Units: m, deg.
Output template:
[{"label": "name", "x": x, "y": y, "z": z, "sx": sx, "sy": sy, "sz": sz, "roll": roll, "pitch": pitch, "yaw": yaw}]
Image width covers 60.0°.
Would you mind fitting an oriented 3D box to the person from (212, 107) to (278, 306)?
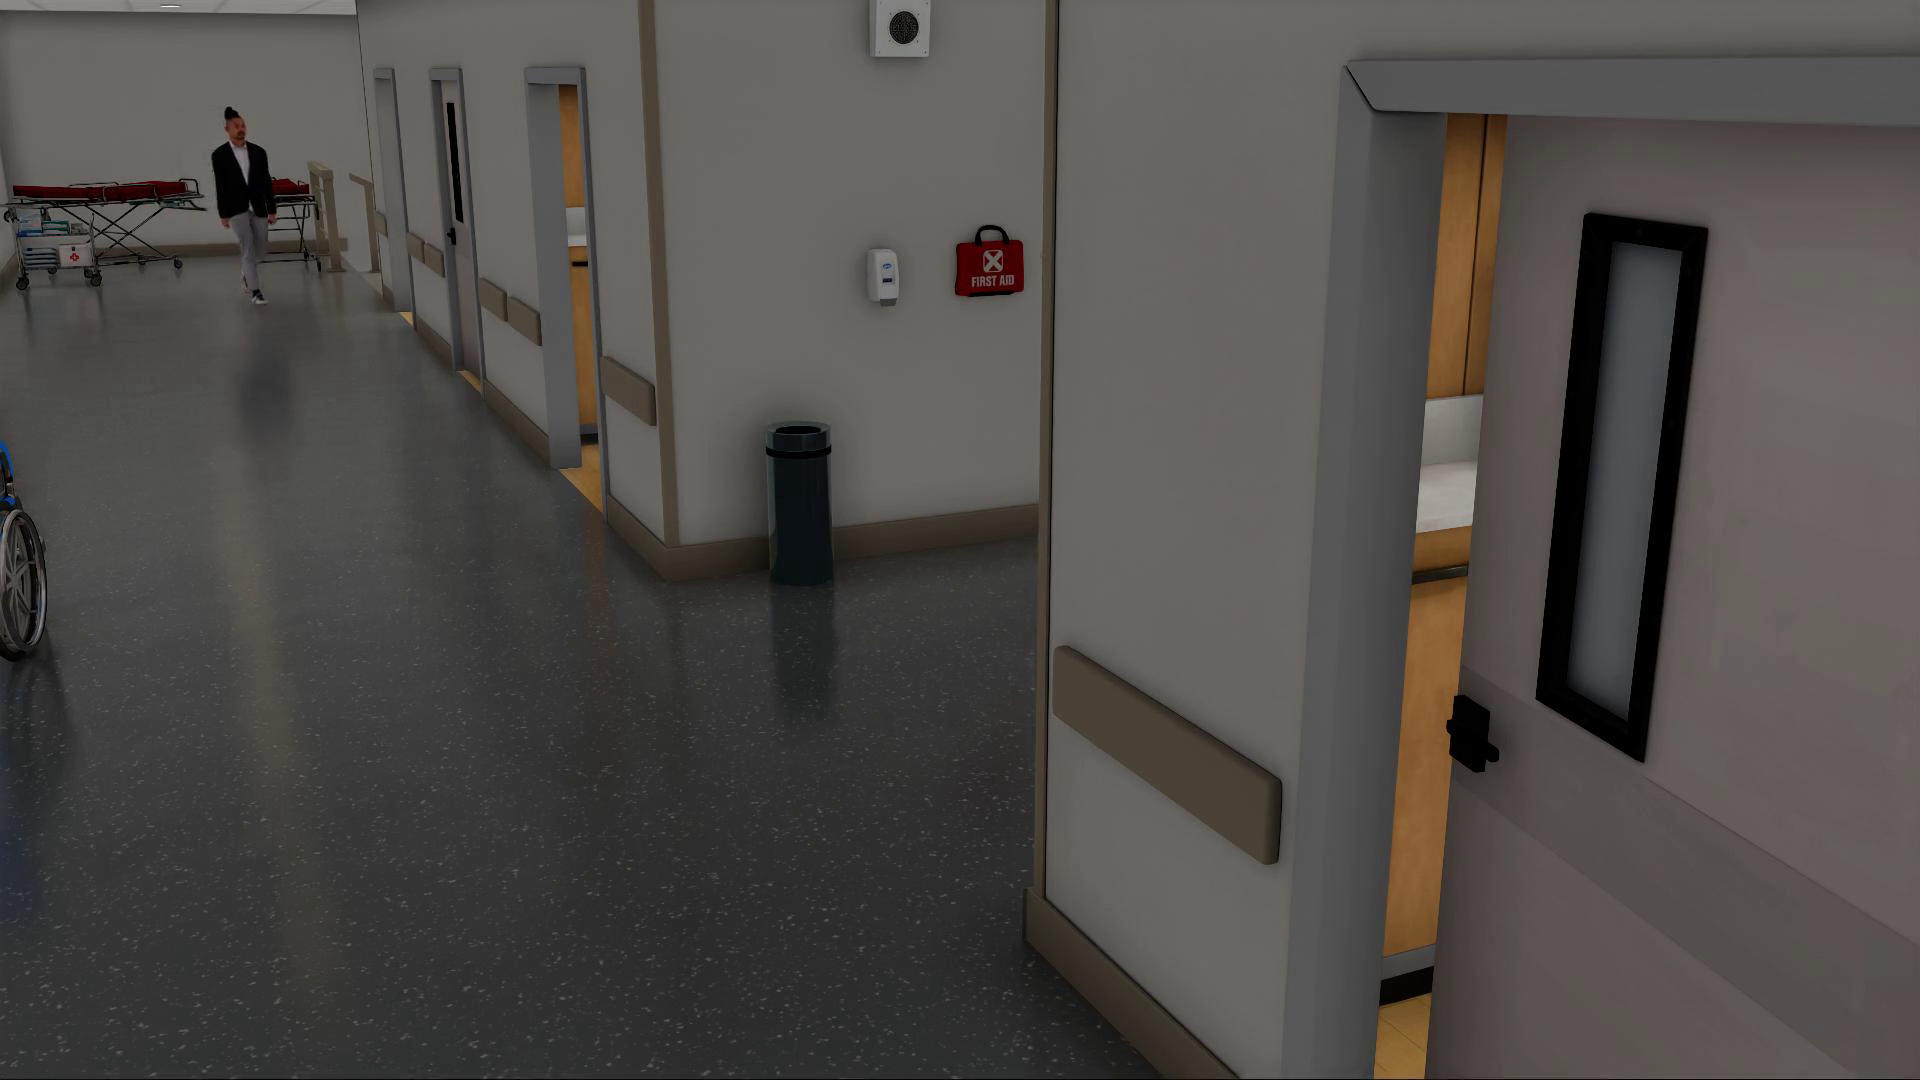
[{"label": "person", "x": -7.184, "y": -3.321, "z": 16.644, "sx": 0.874, "sy": 1.928, "sz": 1.176, "roll": -12, "pitch": 20, "yaw": -37}]
